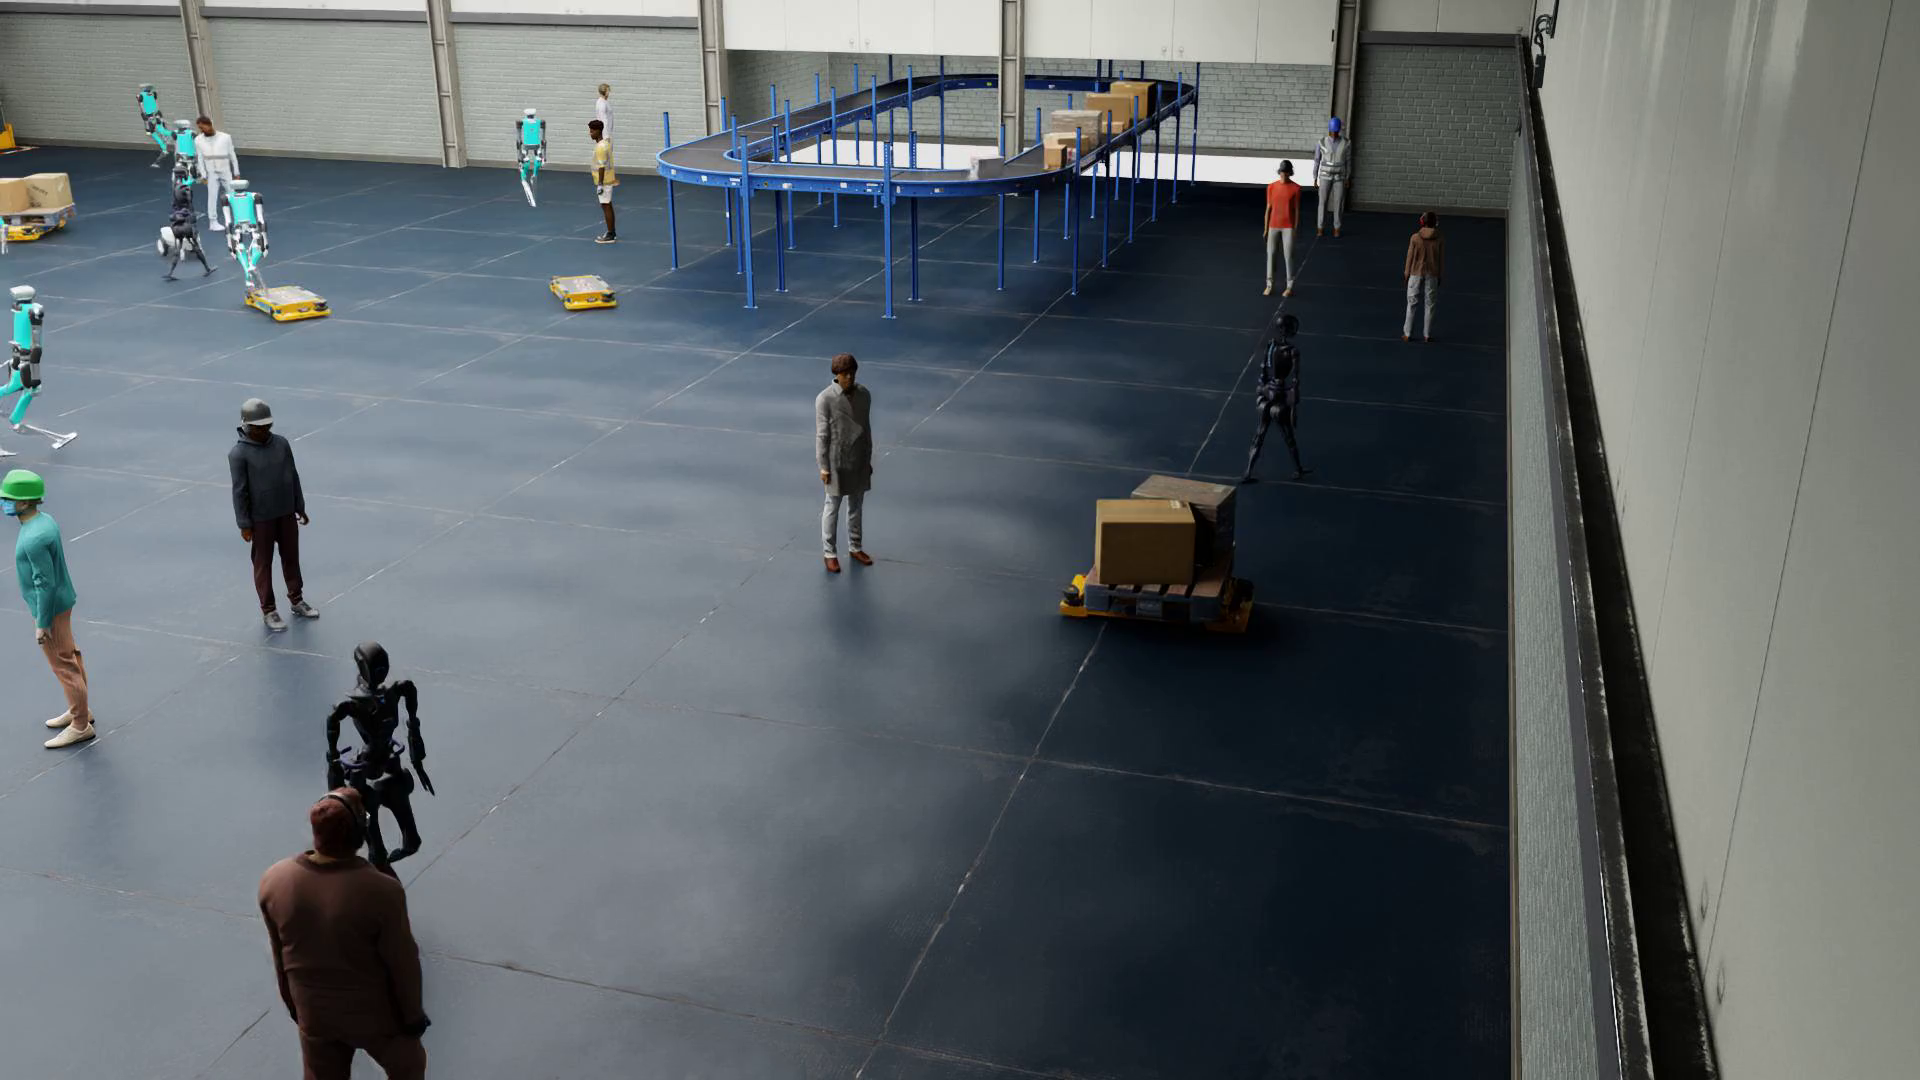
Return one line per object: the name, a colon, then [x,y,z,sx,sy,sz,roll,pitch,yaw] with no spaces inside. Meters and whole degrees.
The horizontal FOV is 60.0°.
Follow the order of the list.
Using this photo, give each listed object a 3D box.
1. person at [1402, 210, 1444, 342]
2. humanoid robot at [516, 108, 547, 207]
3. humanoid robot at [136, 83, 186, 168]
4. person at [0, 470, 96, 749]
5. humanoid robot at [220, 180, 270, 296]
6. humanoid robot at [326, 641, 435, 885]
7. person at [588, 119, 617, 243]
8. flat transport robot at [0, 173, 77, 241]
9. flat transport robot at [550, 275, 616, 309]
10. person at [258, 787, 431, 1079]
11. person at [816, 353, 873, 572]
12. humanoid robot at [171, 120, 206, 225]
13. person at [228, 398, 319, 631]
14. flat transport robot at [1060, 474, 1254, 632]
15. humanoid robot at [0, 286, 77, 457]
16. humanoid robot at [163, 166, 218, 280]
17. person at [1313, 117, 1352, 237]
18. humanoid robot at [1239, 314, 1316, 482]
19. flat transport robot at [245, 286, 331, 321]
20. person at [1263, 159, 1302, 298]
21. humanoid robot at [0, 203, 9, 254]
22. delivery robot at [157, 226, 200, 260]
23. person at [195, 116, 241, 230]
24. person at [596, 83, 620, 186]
person: [5.796,-3.287,20.786,0.464,1.647,0.318,3,21,9]
humanoid robot: [-7.804,-6.906,30.162,0.561,1.856,0.832,-10,23,-24]
humanoid robot: [-16.330,-8.463,34.172,1.046,1.775,0.533,5,22,13]
person: [-5.938,0.433,10.816,0.350,1.879,0.512,-9,23,-23]
humanoid robot: [-9.549,-3.907,22.333,0.568,1.742,0.975,-7,22,-18]
humanoid robot: [-3.157,1.272,8.927,0.447,1.632,0.608,16,26,35]
person: [-5.765,-5.800,26.876,0.372,1.958,0.603,-2,21,-5]
flat transport robot: [-15.483,-5.201,27.666,0.659,0.231,1.431,-3,21,-7]
flat transport robot: [-5.252,-3.451,23.128,0.659,0.231,1.431,-9,23,-21]
person: [-2.529,1.916,6.965,0.639,1.890,0.461,3,21,8]
person: [-0.933,-0.643,13.678,0.513,1.830,0.362,-13,25,-30]
humanoid robot: [-13.249,-6.218,28.270,0.533,1.757,0.941,8,22,19]
person: [-5.211,-0.208,12.582,0.379,1.806,0.545,15,26,34]
flat transport robot: [1.550,0.452,13.006,1.431,0.231,0.659,6,22,14]
humanoid robot: [-9.315,-1.573,16.242,0.540,1.712,1.046,18,28,39]
humanoid robot: [-11.346,-4.627,24.288,0.601,1.624,0.779,16,26,36]
person: [6.112,-5.965,27.337,0.623,1.934,0.410,2,21,4]
humanoid robot: [3.024,-1.341,15.757,0.776,1.627,0.611,-10,23,-24]
flat transport robot: [-9.102,-3.204,22.489,0.659,0.231,1.431,-17,27,-37]
person: [4.474,-4.338,23.166,0.491,1.901,0.423,9,23,21]
humanoid robot: [-15.186,-5.326,26.013,0.545,1.836,0.667,10,23,25]
delivery robot: [-12.172,-4.695,25.962,0.779,0.598,0.499,20,28,41]
person: [-12.419,-6.165,27.929,0.622,1.882,0.499,-6,22,-14]
person: [-6.848,-7.867,32.265,0.373,1.940,0.628,-4,21,-10]
